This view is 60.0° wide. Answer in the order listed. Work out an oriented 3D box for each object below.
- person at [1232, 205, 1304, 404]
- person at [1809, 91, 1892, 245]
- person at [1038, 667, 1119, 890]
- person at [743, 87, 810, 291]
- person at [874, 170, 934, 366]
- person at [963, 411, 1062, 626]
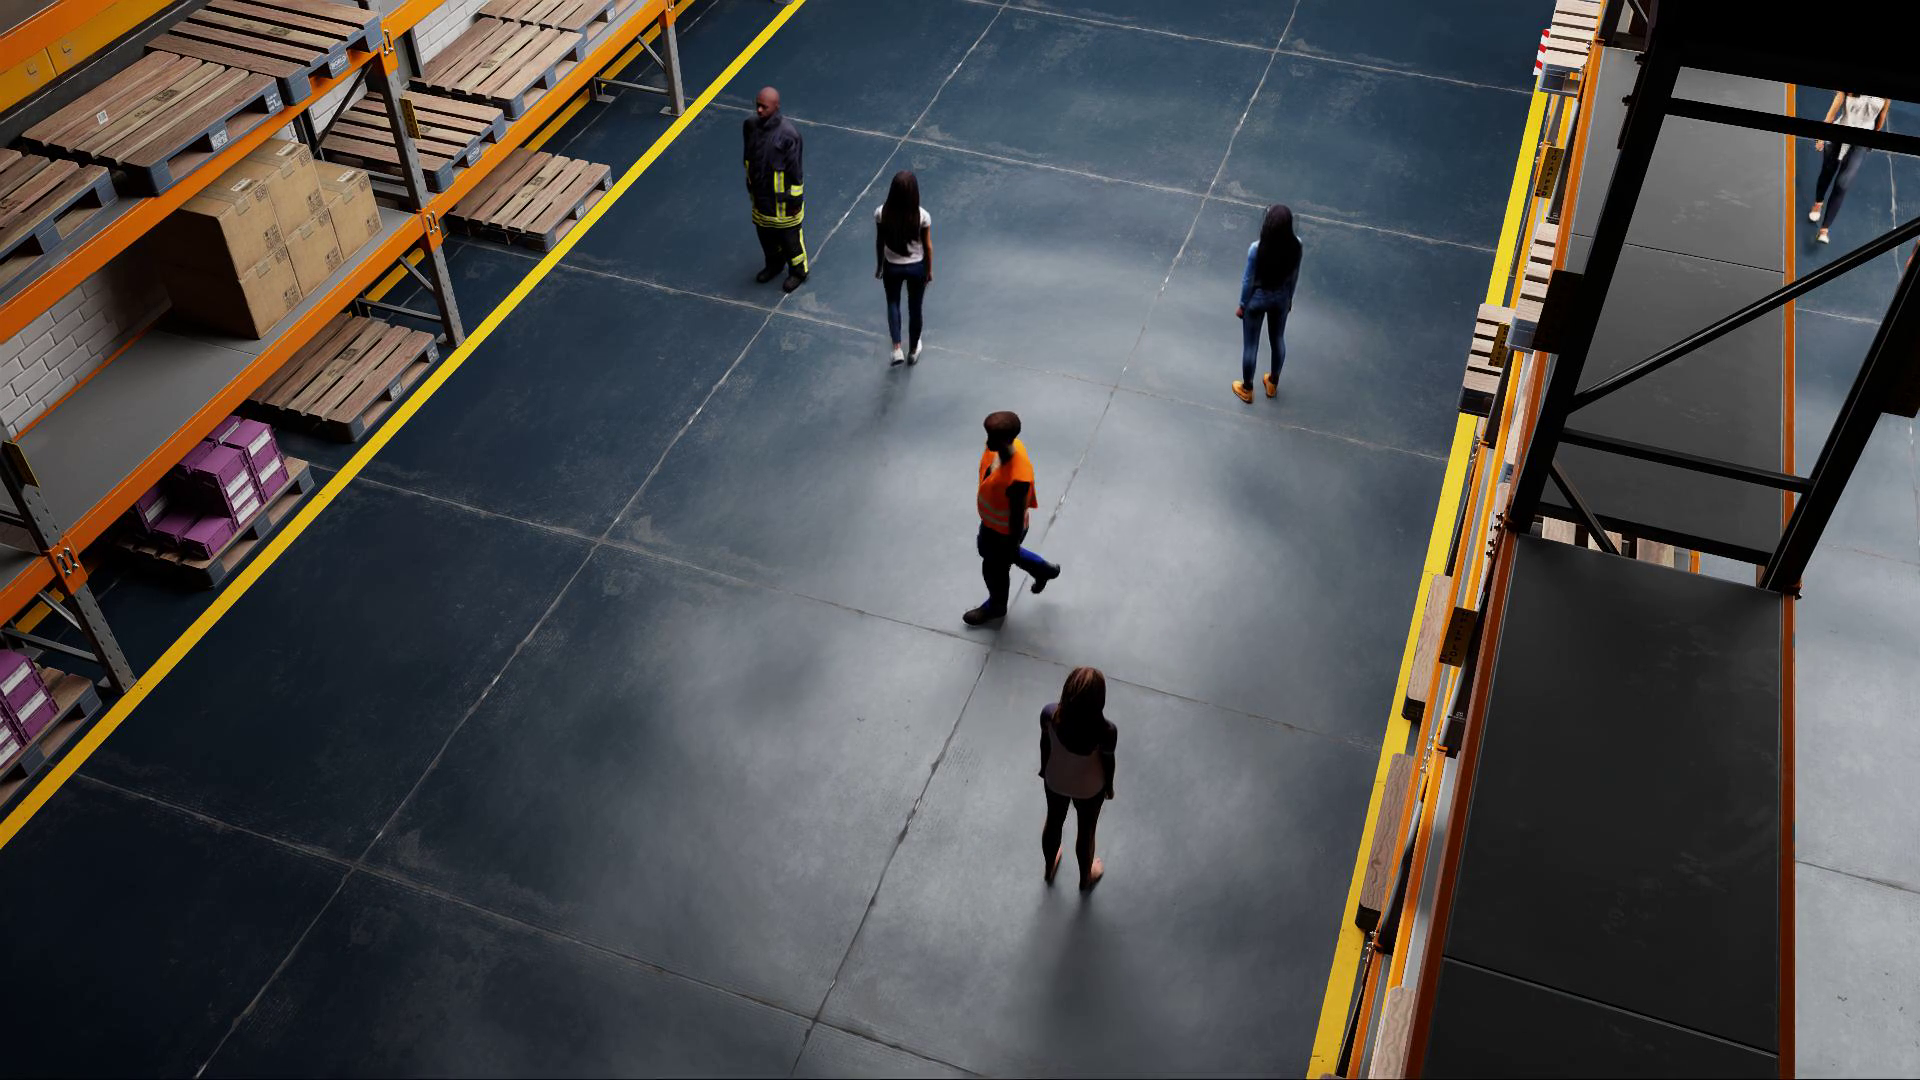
[{"bbox_3d":[2.340,-1.794,12.652,0.678,1.712,0.693,-9,44,-10],"label":"person"},{"bbox_3d":[7.694,-3.503,14.419,0.660,1.748,1.030,16,46,16],"label":"person"},{"bbox_3d":[0.641,1.349,9.339,0.604,1.730,0.539,16,46,16],"label":"person"},{"bbox_3d":[-1.528,-2.938,13.772,0.794,1.822,0.752,25,49,24],"label":"person"},{"bbox_3d":[-0.439,-2.032,12.862,0.712,1.767,0.833,5,44,5],"label":"person"},{"bbox_3d":[0.373,-0.152,10.820,1.037,1.862,1.020,-8,44,-8],"label":"person"}]
